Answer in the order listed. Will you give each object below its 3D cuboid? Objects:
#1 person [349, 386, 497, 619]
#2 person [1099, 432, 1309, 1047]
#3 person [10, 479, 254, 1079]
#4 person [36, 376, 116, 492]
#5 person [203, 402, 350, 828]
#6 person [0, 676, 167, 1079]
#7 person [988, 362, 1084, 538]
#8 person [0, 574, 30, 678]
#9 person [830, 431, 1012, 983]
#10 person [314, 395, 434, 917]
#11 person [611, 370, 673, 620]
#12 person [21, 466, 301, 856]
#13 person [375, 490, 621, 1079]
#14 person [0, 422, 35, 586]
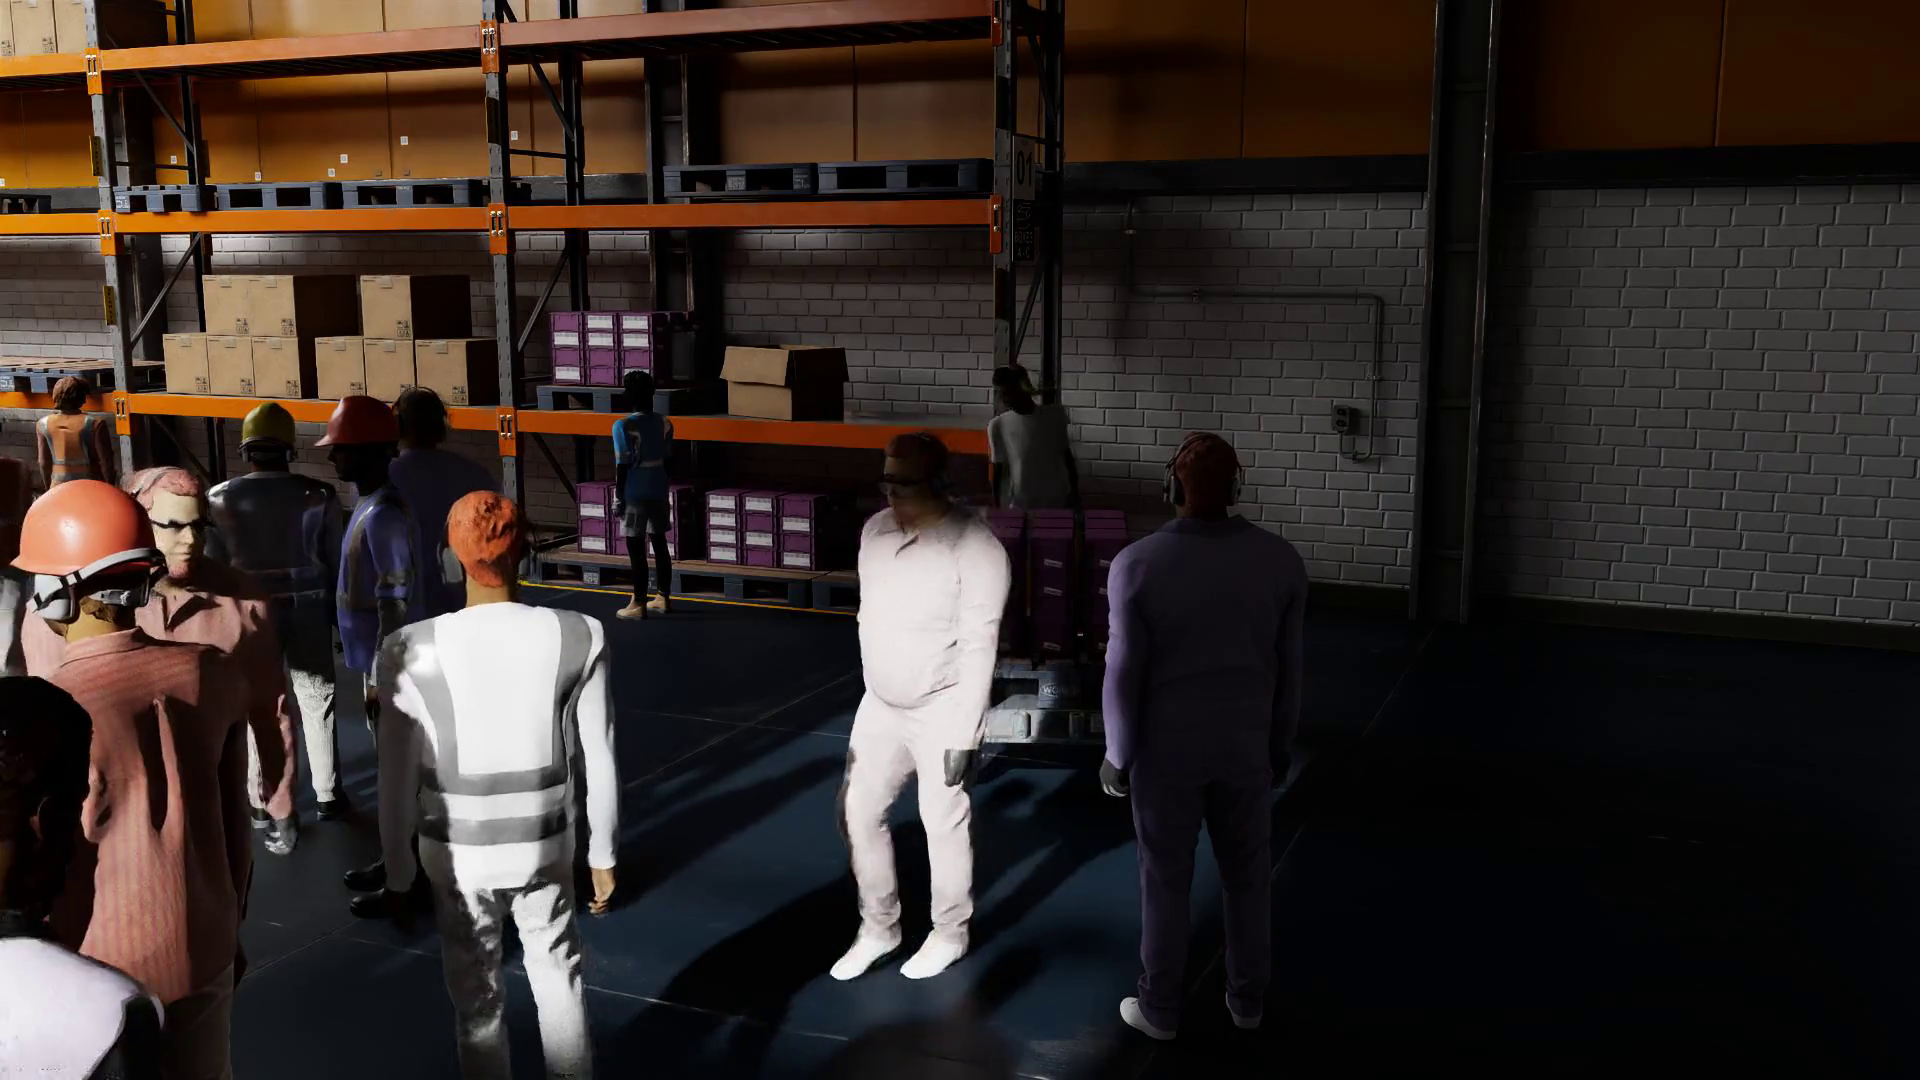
[{"bbox_3d":[-2.206,0.323,6.914,0.646,1.910,0.457,-7,12,-38],"label":"person"},{"bbox_3d":[0.738,0.619,5.167,0.638,1.909,0.407,-2,10,-11],"label":"person"},{"bbox_3d":[-1.705,0.868,3.413,0.382,1.995,0.612,3,10,20],"label":"person"},{"bbox_3d":[-6.128,-0.319,11.580,0.513,1.641,0.309,0,9,0],"label":"person"},{"bbox_3d":[-2.918,0.325,7.151,0.590,1.833,0.403,-3,10,-19],"label":"person"},{"bbox_3d":[-1.307,1.122,2.199,0.638,1.883,0.469,3,10,16],"label":"person"},{"bbox_3d":[0.469,-0.165,10.128,0.653,1.832,0.330,-1,10,-8],"label":"person"},{"bbox_3d":[-2.895,0.693,4.622,0.656,1.935,0.477,-3,10,-16],"label":"person"},{"bbox_3d":[-0.162,0.579,5.476,0.657,1.876,0.652,8,12,39],"label":"person"},{"bbox_3d":[-2.173,0.428,6.217,0.355,1.939,0.543,-4,10,-22],"label":"person"},{"bbox_3d":[-2.165,-0.305,11.326,0.315,1.696,0.540,6,11,32],"label":"person"},{"bbox_3d":[-2.104,0.739,4.502,0.672,1.882,0.606,-9,13,-42],"label":"person"},{"bbox_3d":[-1.141,0.804,4.171,0.587,1.866,0.580,-4,10,-23],"label":"person"},{"bbox_3d":[-5.149,0.106,8.954,0.706,1.677,0.539,3,10,17],"label":"person"}]
